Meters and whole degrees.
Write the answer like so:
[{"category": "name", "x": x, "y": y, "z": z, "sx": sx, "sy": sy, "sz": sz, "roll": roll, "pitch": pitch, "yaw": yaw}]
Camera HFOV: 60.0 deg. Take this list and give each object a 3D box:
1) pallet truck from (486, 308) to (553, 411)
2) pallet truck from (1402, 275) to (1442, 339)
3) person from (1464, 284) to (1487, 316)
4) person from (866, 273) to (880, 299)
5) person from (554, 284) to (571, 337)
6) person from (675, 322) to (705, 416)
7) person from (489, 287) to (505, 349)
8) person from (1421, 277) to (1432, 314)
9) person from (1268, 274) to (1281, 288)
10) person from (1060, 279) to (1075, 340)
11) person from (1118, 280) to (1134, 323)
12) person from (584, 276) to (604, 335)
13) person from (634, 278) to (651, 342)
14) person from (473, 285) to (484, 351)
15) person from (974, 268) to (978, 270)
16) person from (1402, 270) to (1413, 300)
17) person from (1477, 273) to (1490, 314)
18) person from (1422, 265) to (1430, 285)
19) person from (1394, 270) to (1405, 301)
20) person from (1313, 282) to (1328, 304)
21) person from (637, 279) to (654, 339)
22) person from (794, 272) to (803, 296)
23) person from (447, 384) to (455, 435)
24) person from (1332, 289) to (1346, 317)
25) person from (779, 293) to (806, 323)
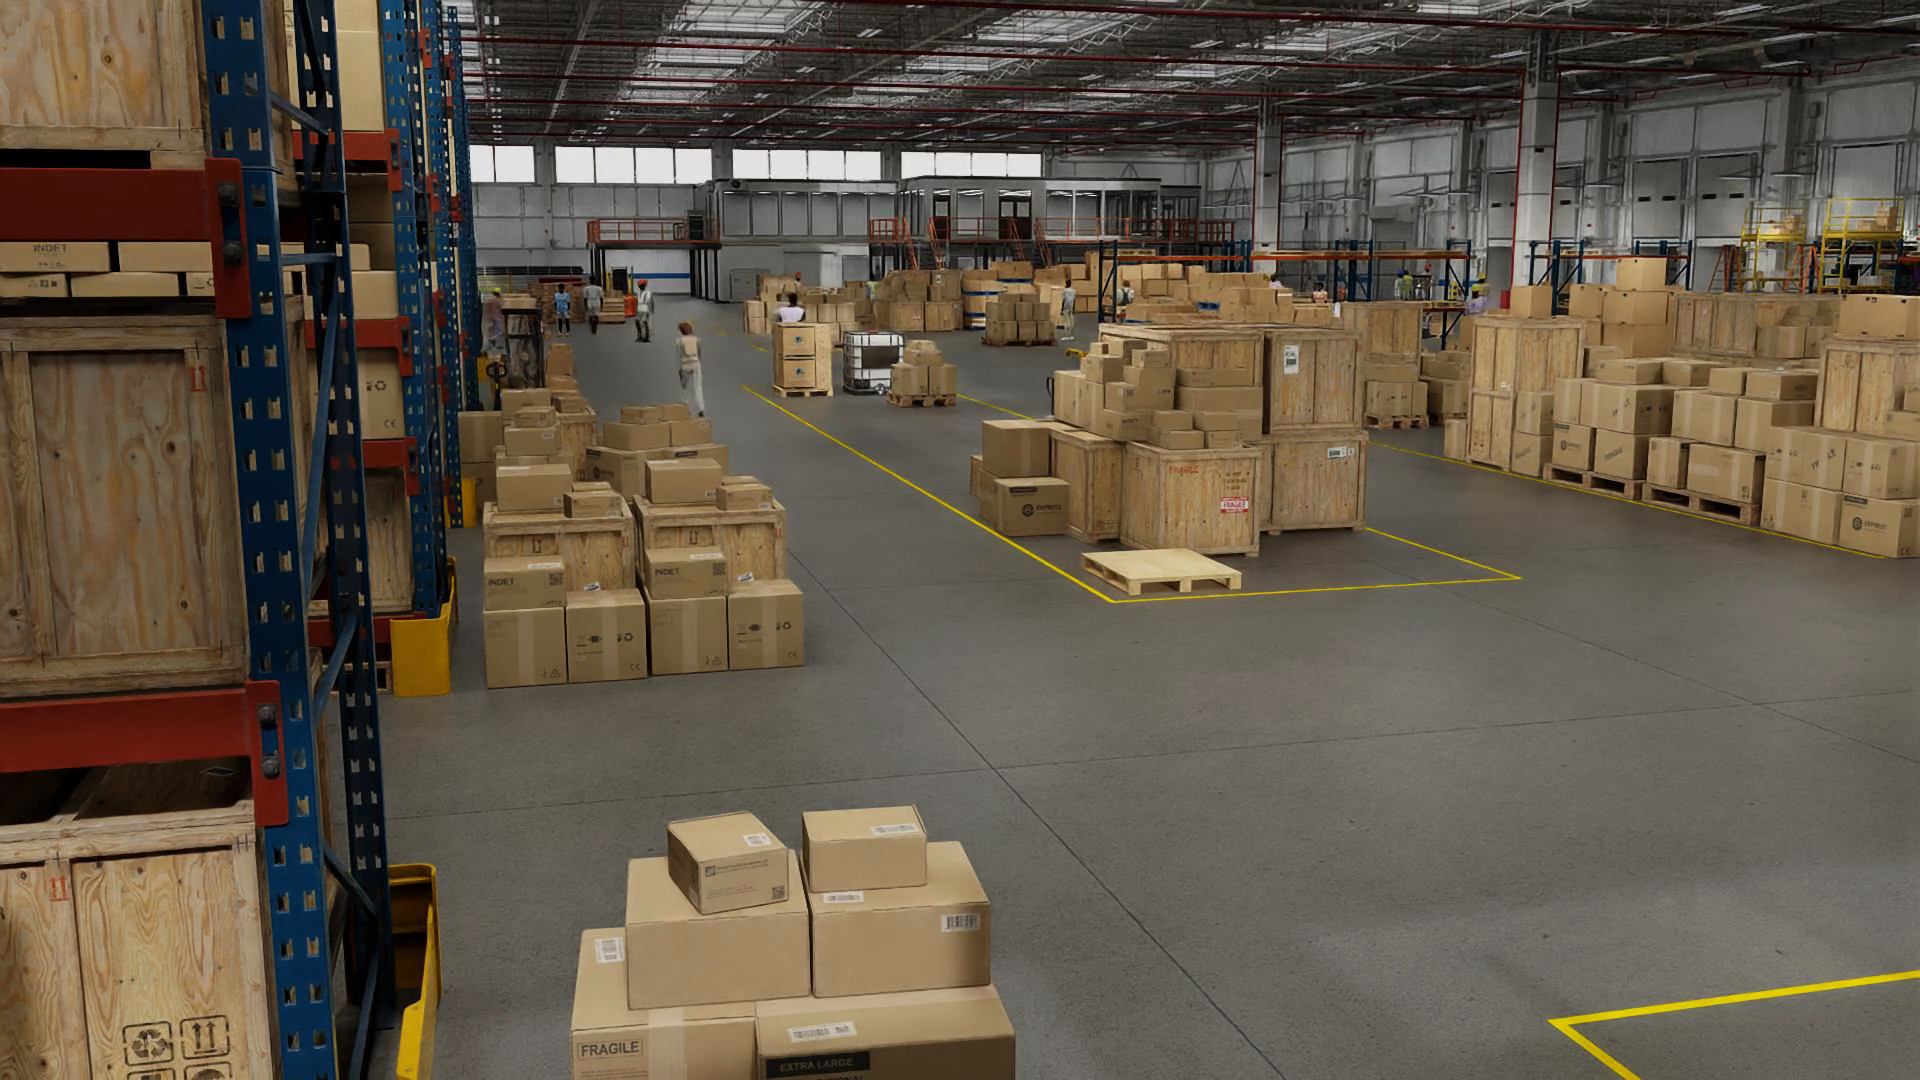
[{"category": "pallet truck", "x": -6.242, "y": -2.418, "z": 24.362, "sx": 0.823, "sy": 1.965, "sz": 1.885, "roll": 1, "pitch": 10, "yaw": 3}, {"category": "pallet truck", "x": 14.620, "y": -7.324, "z": 52.145, "sx": 0.823, "sy": 1.965, "sz": 1.885, "roll": 8, "pitch": 13, "yaw": 40}, {"category": "person", "x": 13.320, "y": -5.662, "z": 42.985, "sx": 0.605, "sy": 1.907, "sz": 0.545, "roll": 7, "pitch": 12, "yaw": 36}, {"category": "person", "x": -3.135, "y": -8.692, "z": 60.130, "sx": 0.587, "sy": 1.914, "sz": 0.390, "roll": -8, "pitch": 13, "yaw": -40}, {"category": "person", "x": -12.668, "y": -7.323, "z": 53.004, "sx": 0.533, "sy": 1.691, "sz": 0.320, "roll": 1, "pitch": 10, "yaw": 8}, {"category": "person", "x": -4.592, "y": -2.914, "z": 28.318, "sx": 0.516, "sy": 1.589, "sz": 0.892, "roll": -5, "pitch": 11, "yaw": -28}, {"category": "person", "x": -12.961, "y": -6.193, "z": 46.456, "sx": 0.529, "sy": 1.753, "sz": 0.583, "roll": 5, "pitch": 11, "yaw": 24}, {"category": "person", "x": 15.144, "y": -7.623, "z": 54.002, "sx": 0.356, "sy": 1.938, "sz": 0.638, "roll": 6, "pitch": 12, "yaw": 32}, {"category": "person", "x": 11.905, "y": -9.243, "z": 63.549, "sx": 0.658, "sy": 1.804, "sz": 0.889, "roll": 6, "pitch": 12, "yaw": 31}, {"category": "person", "x": 3.310, "y": -7.072, "z": 51.080, "sx": 0.508, "sy": 1.872, "sz": 0.329, "roll": -6, "pitch": 12, "yaw": -32}, {"category": "person", "x": 5.299, "y": -7.383, "z": 53.060, "sx": 0.535, "sy": 1.801, "sz": 0.966, "roll": 2, "pitch": 10, "yaw": 14}, {"category": "person", "x": -11.899, "y": -7.613, "z": 53.993, "sx": 0.602, "sy": 1.934, "sz": 0.932, "roll": -1, "pitch": 10, "yaw": -5}, {"category": "person", "x": -9.523, "y": -6.847, "z": 49.653, "sx": 0.567, "sy": 1.918, "sz": 0.652, "roll": 7, "pitch": 12, "yaw": 35}, {"category": "person", "x": -13.089, "y": -6.009, "z": 44.578, "sx": 0.538, "sy": 2.000, "sz": 0.687, "roll": 3, "pitch": 10, "yaw": 17}, {"category": "person", "x": 0.725, "y": -11.728, "z": 77.411, "sx": 0.356, "sy": 1.881, "sz": 0.575, "roll": -1, "pitch": 10, "yaw": -4}, {"category": "person", "x": 19.706, "y": -11.027, "z": 73.604, "sx": 0.637, "sy": 1.830, "sz": 0.429, "roll": -4, "pitch": 11, "yaw": -19}, {"category": "person", "x": 18.322, "y": -8.387, "z": 58.382, "sx": 0.383, "sy": 1.921, "sz": 0.585, "roll": -6, "pitch": 12, "yaw": -31}, {"category": "person", "x": 21.882, "y": -11.901, "z": 78.069, "sx": 0.612, "sy": 1.995, "sz": 0.376, "roll": -9, "pitch": 13, "yaw": -40}, {"category": "person", "x": 17.079, "y": -9.506, "z": 64.641, "sx": 0.384, "sy": 1.949, "sz": 0.603, "roll": -1, "pitch": 10, "yaw": -6}, {"category": "person", "x": 11.960, "y": -7.721, "z": 55.272, "sx": 0.534, "sy": 1.694, "sz": 0.321, "roll": 7, "pitch": 12, "yaw": 36}, {"category": "person", "x": -9.800, "y": -7.182, "z": 51.779, "sx": 0.554, "sy": 1.849, "sz": 0.460, "roll": -1, "pitch": 10, "yaw": -7}, {"category": "person", "x": -5.962, "y": -8.898, "z": 61.241, "sx": 0.376, "sy": 1.934, "sz": 0.546, "roll": 9, "pitch": 13, "yaw": 41}, {"category": "person", "x": -6.333, "y": -1.585, "z": 20.090, "sx": 0.430, "sy": 1.844, "sz": 0.623, "roll": 8, "pitch": 13, "yaw": 37}, {"category": "person", "x": 8.906, "y": -4.907, "z": 38.819, "sx": 0.350, "sy": 1.878, "sz": 0.568, "roll": -9, "pitch": 13, "yaw": -40}, {"category": "person", "x": -3.592, "y": -4.358, "z": 35.728, "sx": 0.631, "sy": 1.870, "sz": 1.009, "roll": 2, "pitch": 10, "yaw": 11}]
